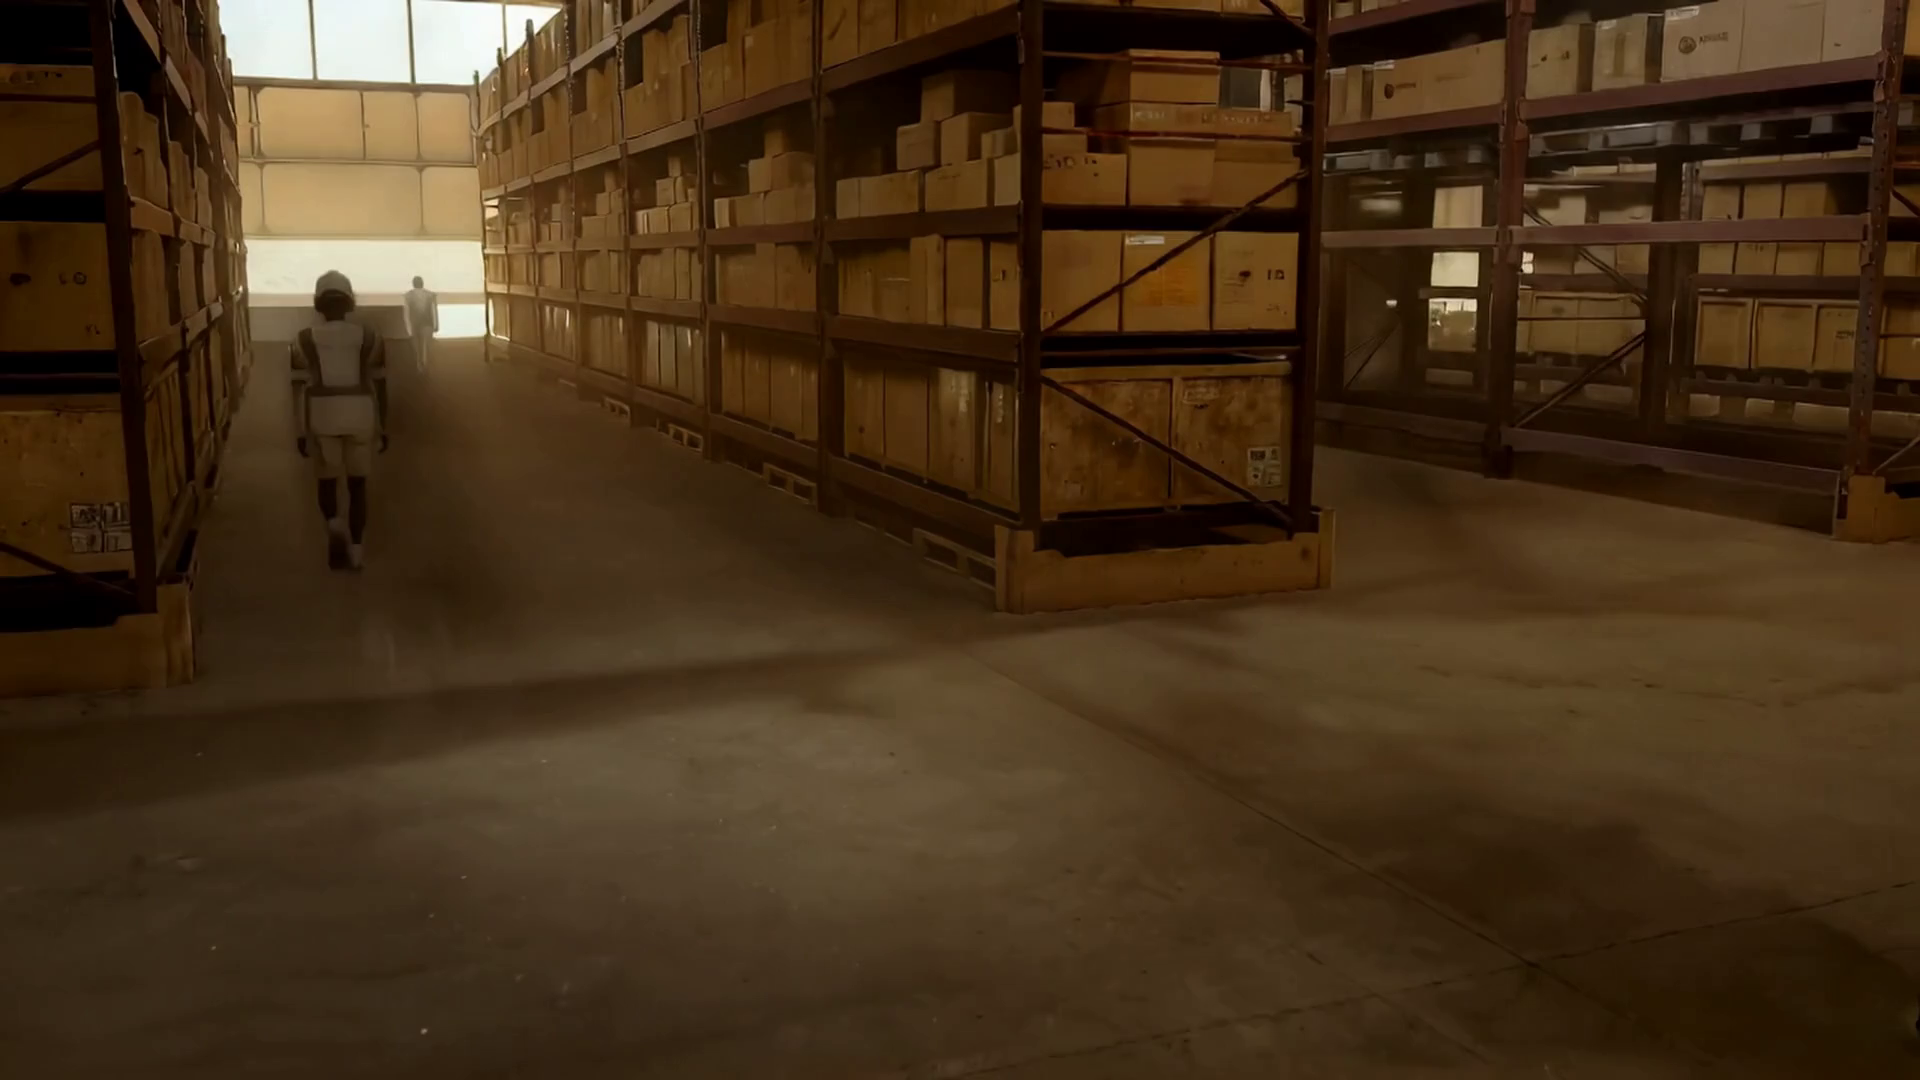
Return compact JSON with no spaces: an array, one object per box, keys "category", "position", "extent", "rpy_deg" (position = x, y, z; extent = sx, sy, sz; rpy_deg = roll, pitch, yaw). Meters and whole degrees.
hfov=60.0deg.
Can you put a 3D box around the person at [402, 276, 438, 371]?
[{"category":"person","position":[-10.274,-4.113,31.686],"extent":[0.626,1.822,0.793],"rpy_deg":[-1,10,-9]}]

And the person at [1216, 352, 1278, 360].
[{"category":"person","position":[2.399,-1.248,14.310],"extent":[0.688,1.906,0.418],"rpy_deg":[-3,10,-16]}]

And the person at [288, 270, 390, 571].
[{"category":"person","position":[-4.089,-0.766,11.009],"extent":[0.614,2.026,0.602],"rpy_deg":[-4,10,-23]}]

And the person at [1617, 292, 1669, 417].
[{"category":"person","position":[8.137,-2.072,19.762],"extent":[0.545,1.716,0.929],"rpy_deg":[-1,10,-9]}]
